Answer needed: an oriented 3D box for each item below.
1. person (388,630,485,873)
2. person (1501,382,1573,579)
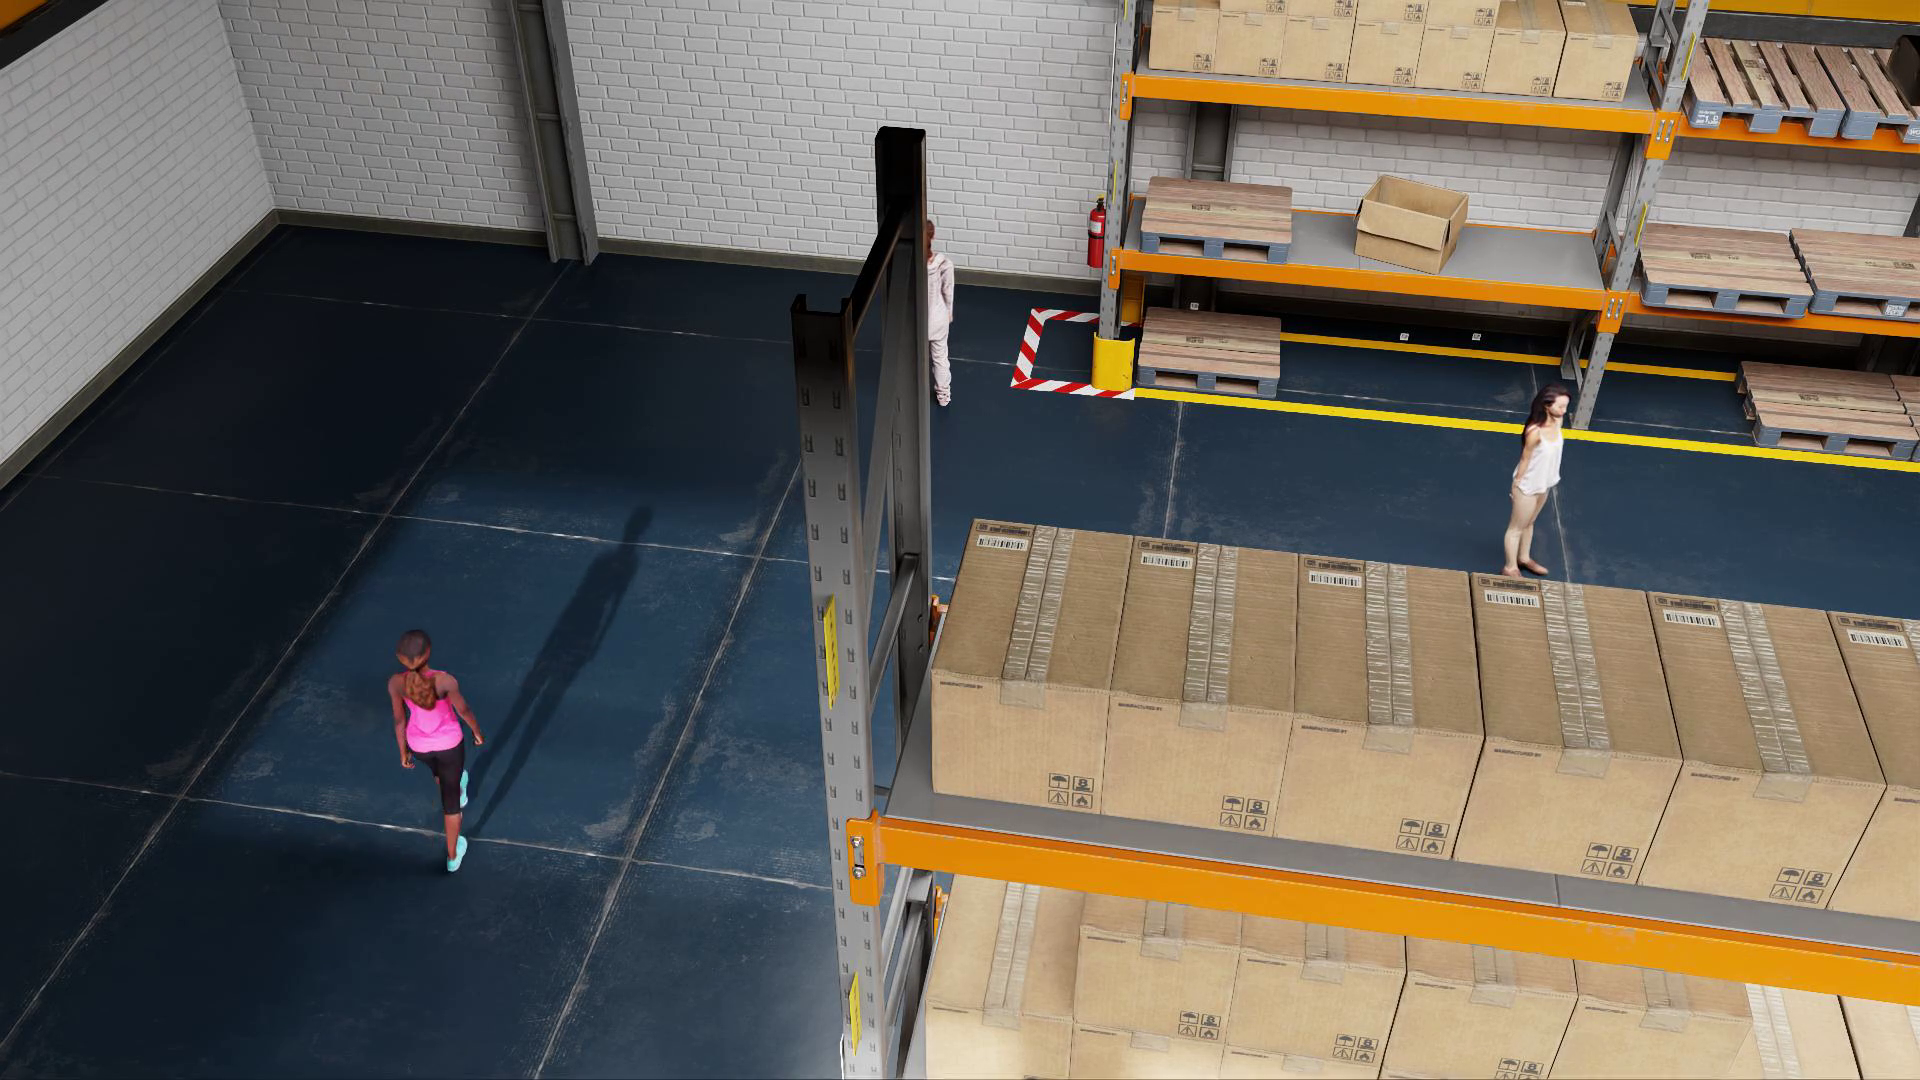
[{"bbox_3d":[-3.093,1.279,9.767,0.948,1.695,0.749,1,39,1],"label":"person"},{"bbox_3d":[4.098,-0.425,11.934,0.737,1.654,0.672,23,44,26],"label":"person"}]
